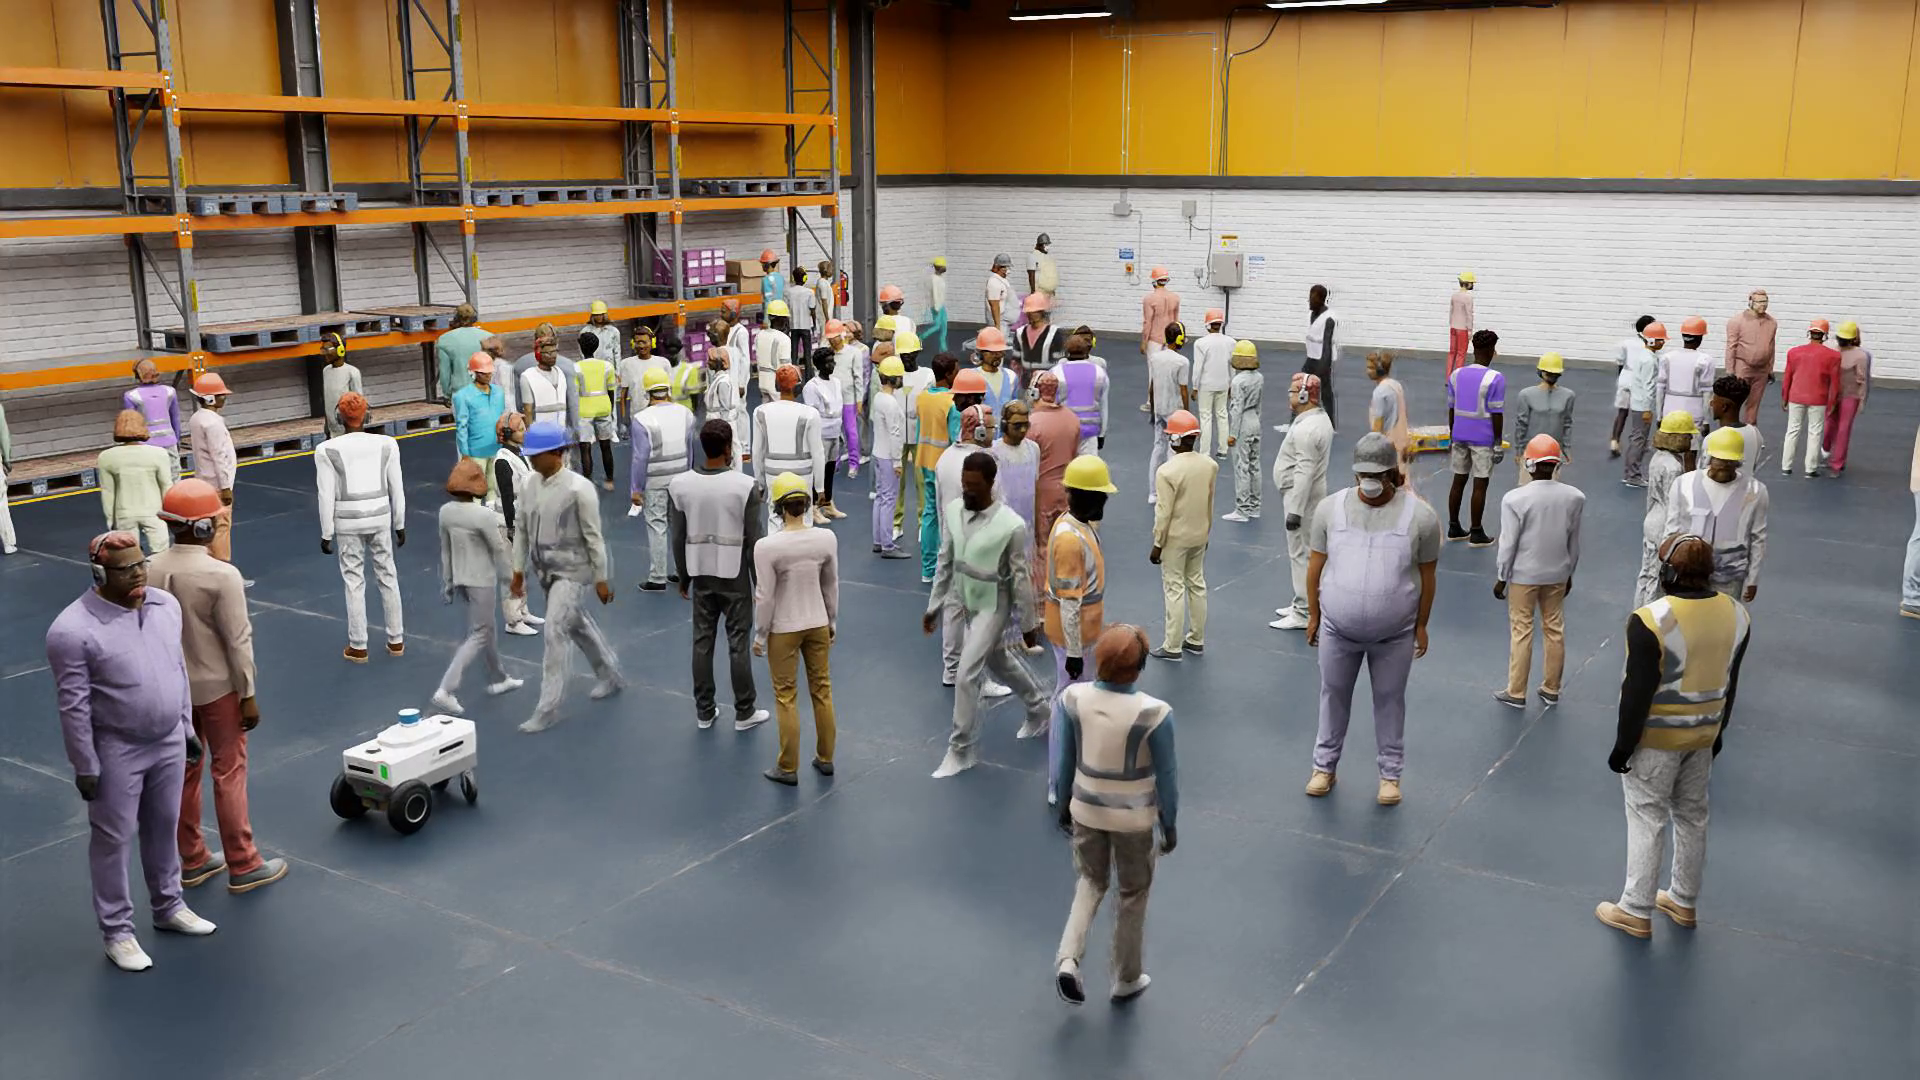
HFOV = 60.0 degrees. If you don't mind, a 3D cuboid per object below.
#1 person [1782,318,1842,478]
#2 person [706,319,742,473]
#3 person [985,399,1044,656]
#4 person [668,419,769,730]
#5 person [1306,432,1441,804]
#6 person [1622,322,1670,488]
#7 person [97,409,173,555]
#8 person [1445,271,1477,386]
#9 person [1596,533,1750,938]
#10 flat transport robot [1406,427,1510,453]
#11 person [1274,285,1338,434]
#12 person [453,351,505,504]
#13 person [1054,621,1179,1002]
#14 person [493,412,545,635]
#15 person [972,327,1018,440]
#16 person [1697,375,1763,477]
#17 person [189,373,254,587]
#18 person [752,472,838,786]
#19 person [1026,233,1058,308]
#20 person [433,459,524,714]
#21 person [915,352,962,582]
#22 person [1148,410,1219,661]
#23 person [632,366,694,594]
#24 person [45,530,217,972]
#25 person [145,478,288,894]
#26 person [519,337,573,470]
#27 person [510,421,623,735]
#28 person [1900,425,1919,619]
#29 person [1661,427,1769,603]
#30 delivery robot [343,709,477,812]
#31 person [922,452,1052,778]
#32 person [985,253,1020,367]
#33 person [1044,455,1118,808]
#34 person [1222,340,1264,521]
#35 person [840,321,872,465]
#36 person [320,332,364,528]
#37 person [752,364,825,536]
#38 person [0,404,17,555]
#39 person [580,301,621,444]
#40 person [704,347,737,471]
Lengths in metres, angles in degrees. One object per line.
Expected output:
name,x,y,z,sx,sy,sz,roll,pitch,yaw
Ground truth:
person,9.309,-1.553,18.208,0.573,1.739,0.355,9,16,35
person,-2.431,-1.338,17.037,0.333,1.844,0.514,5,14,23
person,0.360,-0.072,11.571,0.511,1.838,0.351,-9,16,-34
person,-1.462,0.218,10.125,0.587,1.920,0.390,3,13,14
person,2.197,0.423,8.969,0.689,2.000,0.539,5,14,19
person,7.304,-1.440,17.683,0.342,1.748,0.573,3,13,14
person,-6.125,-0.162,12.428,0.504,1.628,0.277,-3,13,-13
person,7.628,-3.190,25.251,0.322,1.765,0.533,-4,14,-17
person,3.173,0.872,7.460,0.635,1.842,0.429,-5,14,-21
flat transport robot,5.803,-1.224,19.991,1.431,0.197,0.652,-3,13,-13
person,4.372,-2.237,20.837,0.882,1.883,0.631,-4,14,-16
person,-4.288,-0.834,15.054,0.341,1.749,0.572,8,15,31
person,0.614,1.139,6.760,0.530,1.629,0.481,8,15,32
person,-3.264,-0.125,12.228,0.307,1.641,0.514,-1,13,-2
person,0.261,-0.808,14.303,0.605,2.045,0.378,-8,15,-31
person,5.379,-0.187,11.780,0.607,1.966,0.367,-10,17,-38
person,-6.035,-0.485,13.534,0.327,1.753,0.563,-10,17,-38
person,-0.924,0.492,9.294,0.534,1.758,0.329,-9,16,-35
person,1.608,-4.810,31.668,0.536,2.000,0.677,11,17,40
person,-3.099,0.279,10.552,0.503,1.600,0.770,10,16,36
person,-0.147,-0.569,13.541,0.393,1.919,0.589,-9,16,-35
person,1.535,-0.033,11.578,0.559,1.752,0.325,-11,17,-40
person,-2.400,-0.481,13.353,0.403,1.830,0.591,10,16,37
person,-3.569,0.890,7.237,0.399,1.910,0.643,5,14,22
person,-3.582,0.693,7.899,0.612,1.995,0.393,5,14,19
person,-3.832,-0.964,15.411,0.394,1.847,0.563,7,14,26
person,-2.460,0.176,10.398,0.603,1.899,0.975,9,16,34
person,7.425,-0.397,12.625,0.380,1.996,0.608,8,15,33
person,4.739,0.185,10.488,0.596,1.825,0.403,6,14,25
delivery robot,-2.930,1.144,8.892,0.477,0.478,0.707,7,15,27
person,0.213,0.389,9.593,1.036,1.878,0.609,-10,16,-36
person,0.655,-3.392,25.518,0.536,2.000,0.684,2,13,10
person,0.645,0.490,8.935,0.381,1.922,0.594,2,13,7
person,2.726,-1.054,16.028,0.320,1.742,0.492,11,17,38
person,-1.199,-1.682,18.978,0.315,1.641,0.514,-12,18,-42
person,-5.777,-1.009,15.560,0.538,1.869,0.312,8,15,31
person,-1.330,-0.434,13.031,0.585,1.882,0.340,4,14,16
person,-8.563,-0.651,14.512,0.523,1.638,0.311,-10,16,-36
person,-4.387,-2.043,20.347,0.483,1.732,0.298,-3,13,-13
person,-2.351,-1.083,16.382,0.307,1.641,0.514,-4,13,-15
